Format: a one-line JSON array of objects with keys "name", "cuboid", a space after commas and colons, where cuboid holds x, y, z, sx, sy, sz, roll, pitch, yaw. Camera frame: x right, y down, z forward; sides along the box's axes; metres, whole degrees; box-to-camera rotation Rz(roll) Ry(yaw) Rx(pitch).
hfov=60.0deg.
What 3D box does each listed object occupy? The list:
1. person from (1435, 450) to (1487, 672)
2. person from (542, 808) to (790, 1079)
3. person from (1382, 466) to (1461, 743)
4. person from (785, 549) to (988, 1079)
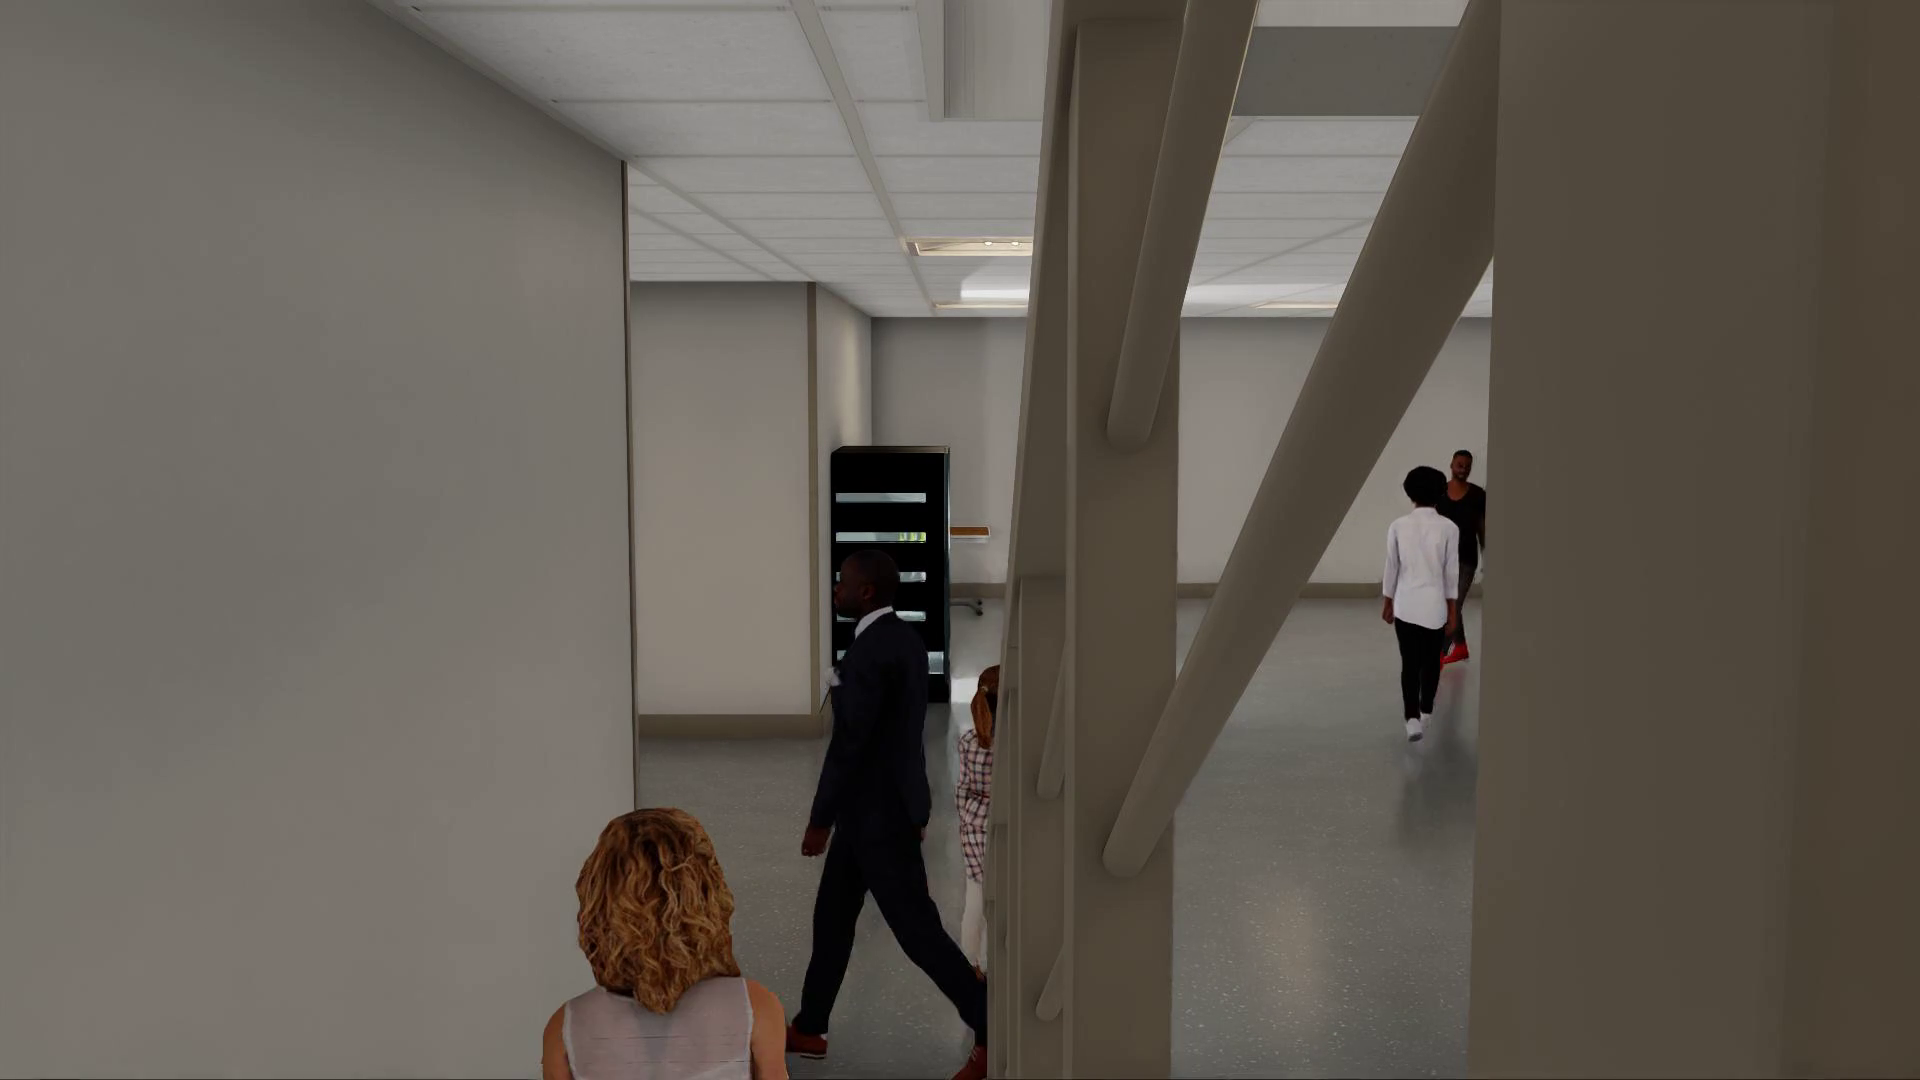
[{"name": "person", "cuboid": [4.020, 0.189, 13.388, 1.173, 1.750, 1.298, 5, 7, 40]}, {"name": "person", "cuboid": [-0.486, 1.314, 2.784, 0.597, 1.633, 1.090, 0, 6, 2]}, {"name": "person", "cuboid": [2.984, 0.445, 10.760, 0.890, 1.766, 1.252, 2, 6, 18]}, {"name": "person", "cuboid": [-0.183, 0.949, 5.593, 0.867, 1.797, 1.193, 1, 6, 7]}]
